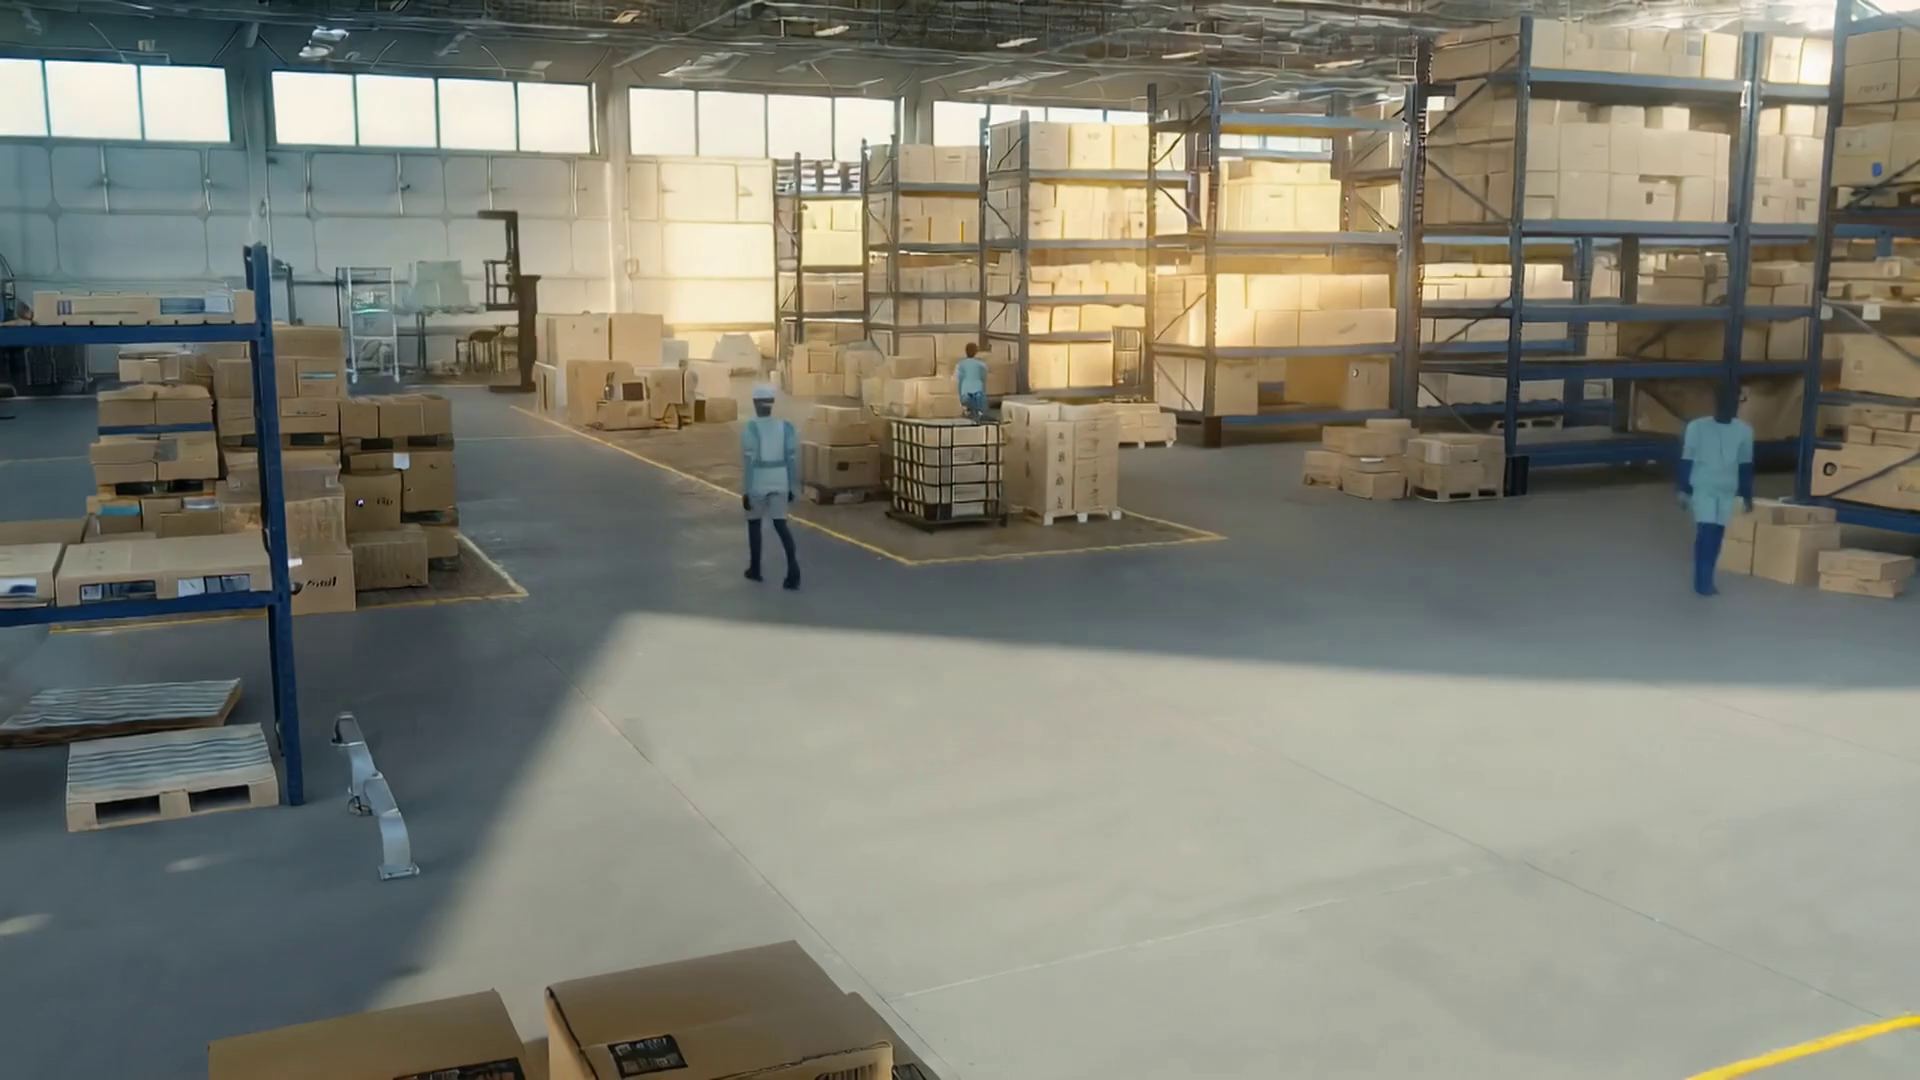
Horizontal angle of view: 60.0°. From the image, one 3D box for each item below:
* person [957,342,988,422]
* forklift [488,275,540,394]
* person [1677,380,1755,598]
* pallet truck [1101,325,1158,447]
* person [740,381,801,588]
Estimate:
[{"bbox_3d":[0.212,-2.526,28.419,0.532,1.698,0.319,0,9,-2],"label":"person"},{"bbox_3d":[-10.278,-4.939,39.731,1.873,2.768,1.129,-4,10,-25],"label":"forklift"},{"bbox_3d":[6.711,-0.442,14.715,0.633,1.940,0.591,0,9,-3],"label":"person"},{"bbox_3d":[2.881,-2.596,27.923,0.823,1.965,1.885,-1,9,-7],"label":"pallet truck"},{"bbox_3d":[-1.734,-0.509,15.284,0.561,1.909,0.946,-5,11,-31],"label":"person"}]
